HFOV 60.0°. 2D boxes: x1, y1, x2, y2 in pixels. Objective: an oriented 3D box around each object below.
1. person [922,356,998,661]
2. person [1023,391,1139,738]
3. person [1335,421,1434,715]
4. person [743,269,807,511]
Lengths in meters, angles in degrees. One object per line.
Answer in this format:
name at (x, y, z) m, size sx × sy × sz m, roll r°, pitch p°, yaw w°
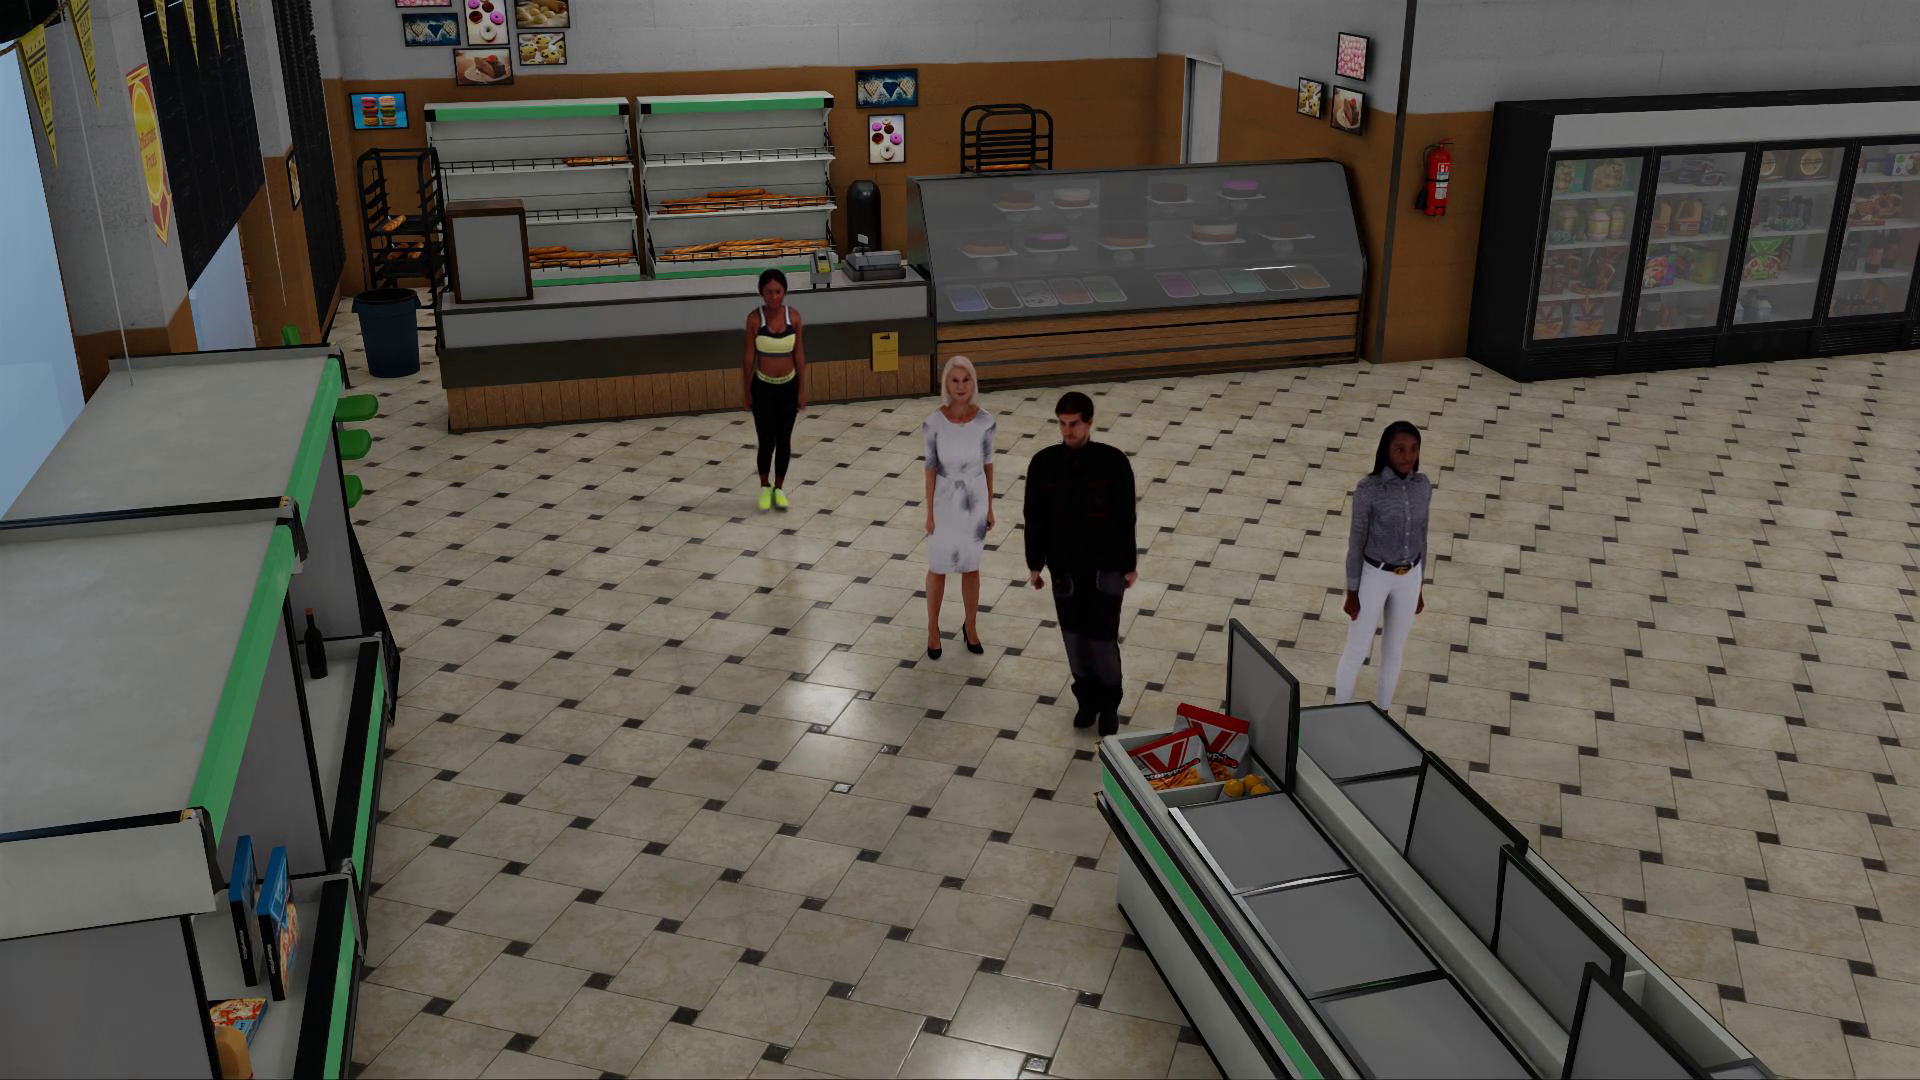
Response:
person at (-0.015, -0.183, 9.275) m, size 0.559 × 1.750 × 0.507 m, roll -5°, pitch 22°, yaw -12°
person at (0.658, 0.097, 8.490) m, size 0.850 × 1.816 × 0.869 m, roll 6°, pitch 23°, yaw 15°
person at (2.117, 0.230, 8.283) m, size 0.586 × 1.724 × 0.506 m, roll -5°, pitch 22°, yaw -12°
person at (-1.267, -1.012, 11.373) m, size 0.572 × 1.724 × 0.673 m, roll -7°, pitch 23°, yaw -16°
